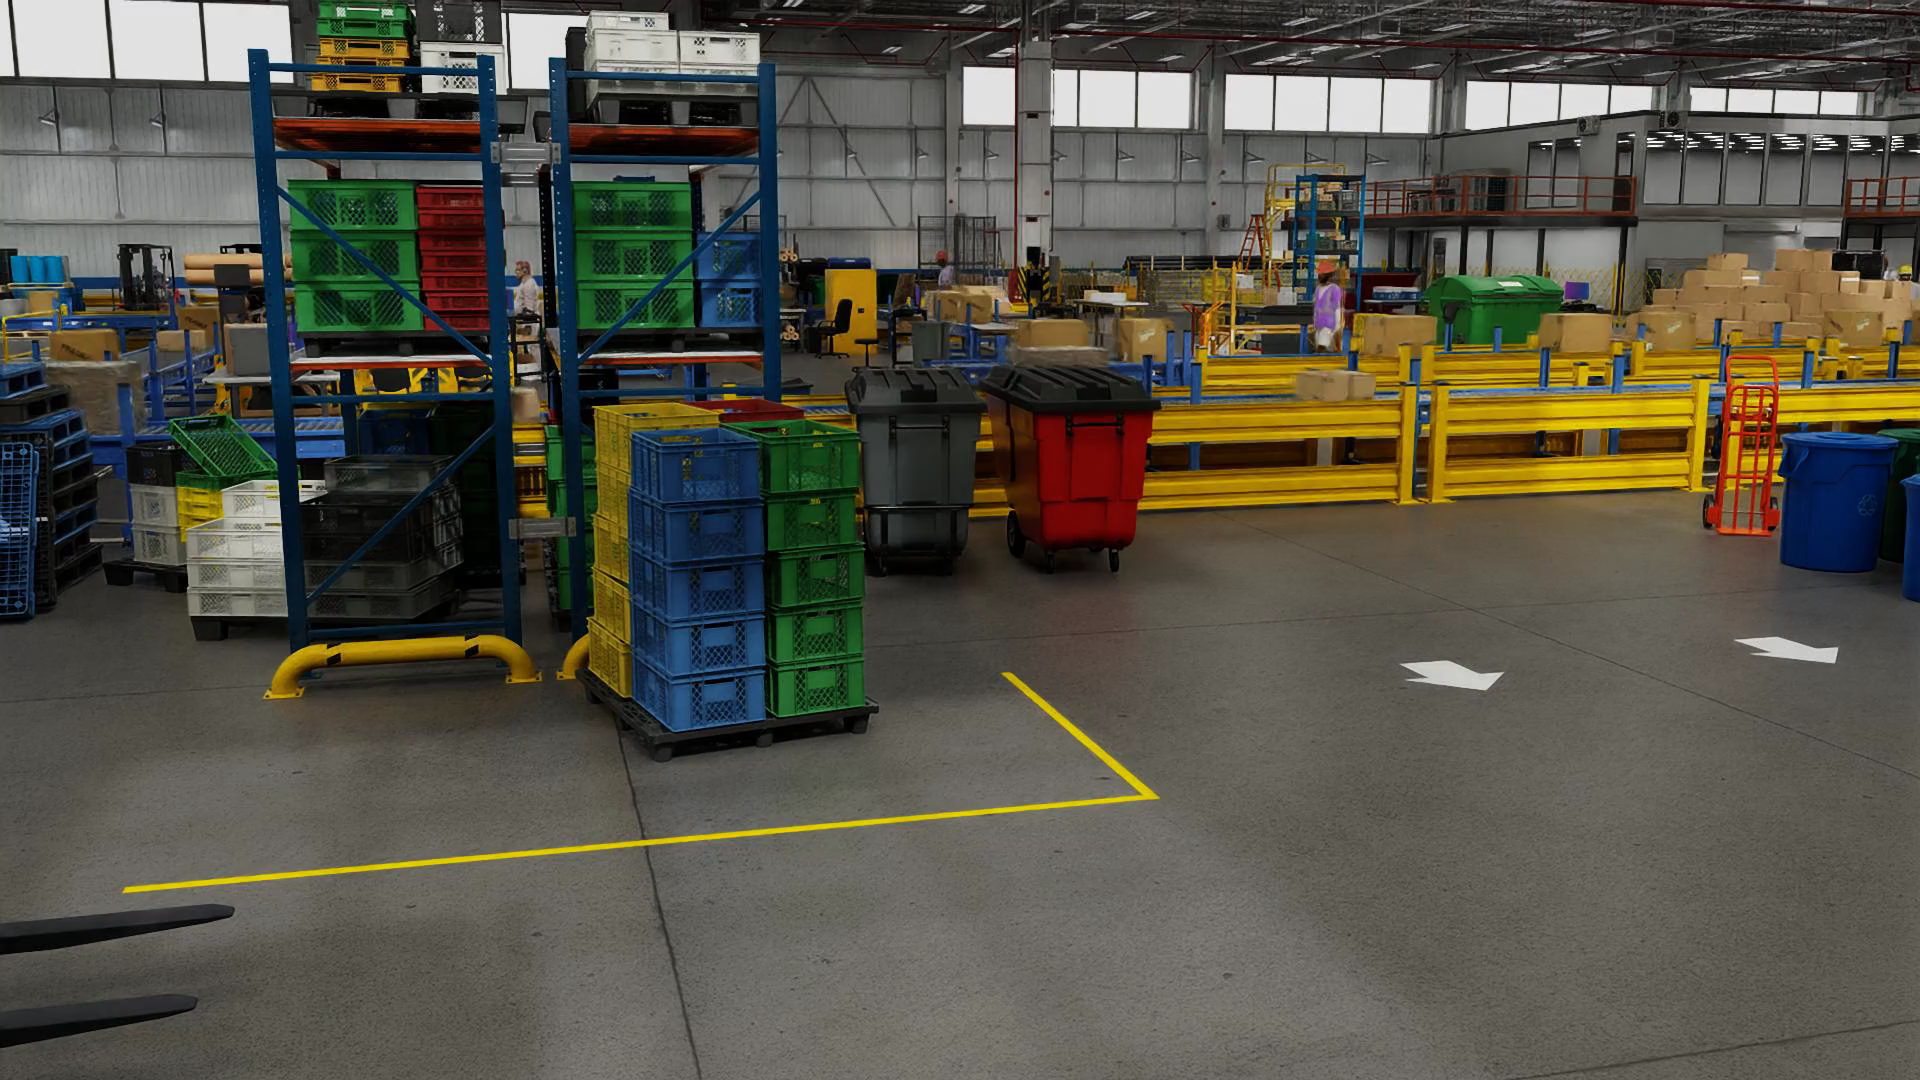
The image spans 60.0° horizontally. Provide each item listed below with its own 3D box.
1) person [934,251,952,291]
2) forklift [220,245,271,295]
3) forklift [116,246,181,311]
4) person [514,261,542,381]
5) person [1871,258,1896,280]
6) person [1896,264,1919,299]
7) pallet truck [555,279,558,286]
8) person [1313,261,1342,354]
[{"bbox_3d":[-0.476,-5.512,37.610,0.822,2.012,0.615,-1,10,-6],"label":"person"},{"bbox_3d":[-17.749,-6.334,41.440,1.157,1.987,2.680,-3,10,-17],"label":"forklift"},{"bbox_3d":[-19.966,-6.232,40.894,1.157,1.987,2.680,-3,10,-15],"label":"forklift"},{"bbox_3d":[-6.882,-3.474,26.428,0.396,1.898,0.641,-3,10,-17],"label":"person"},{"bbox_3d":[22.275,-5.894,40.297,0.997,1.829,0.593,-5,11,-26],"label":"person"},{"bbox_3d":[15.642,-3.663,27.659,0.598,1.832,0.404,1,10,7],"label":"person"},{"bbox_3d":[-10.604,-6.375,44.520,0.653,1.274,1.630,-3,10,-15],"label":"pallet truck"},{"bbox_3d":[5.586,-3.254,25.142,0.826,1.915,0.553,-5,11,-25],"label":"person"}]
